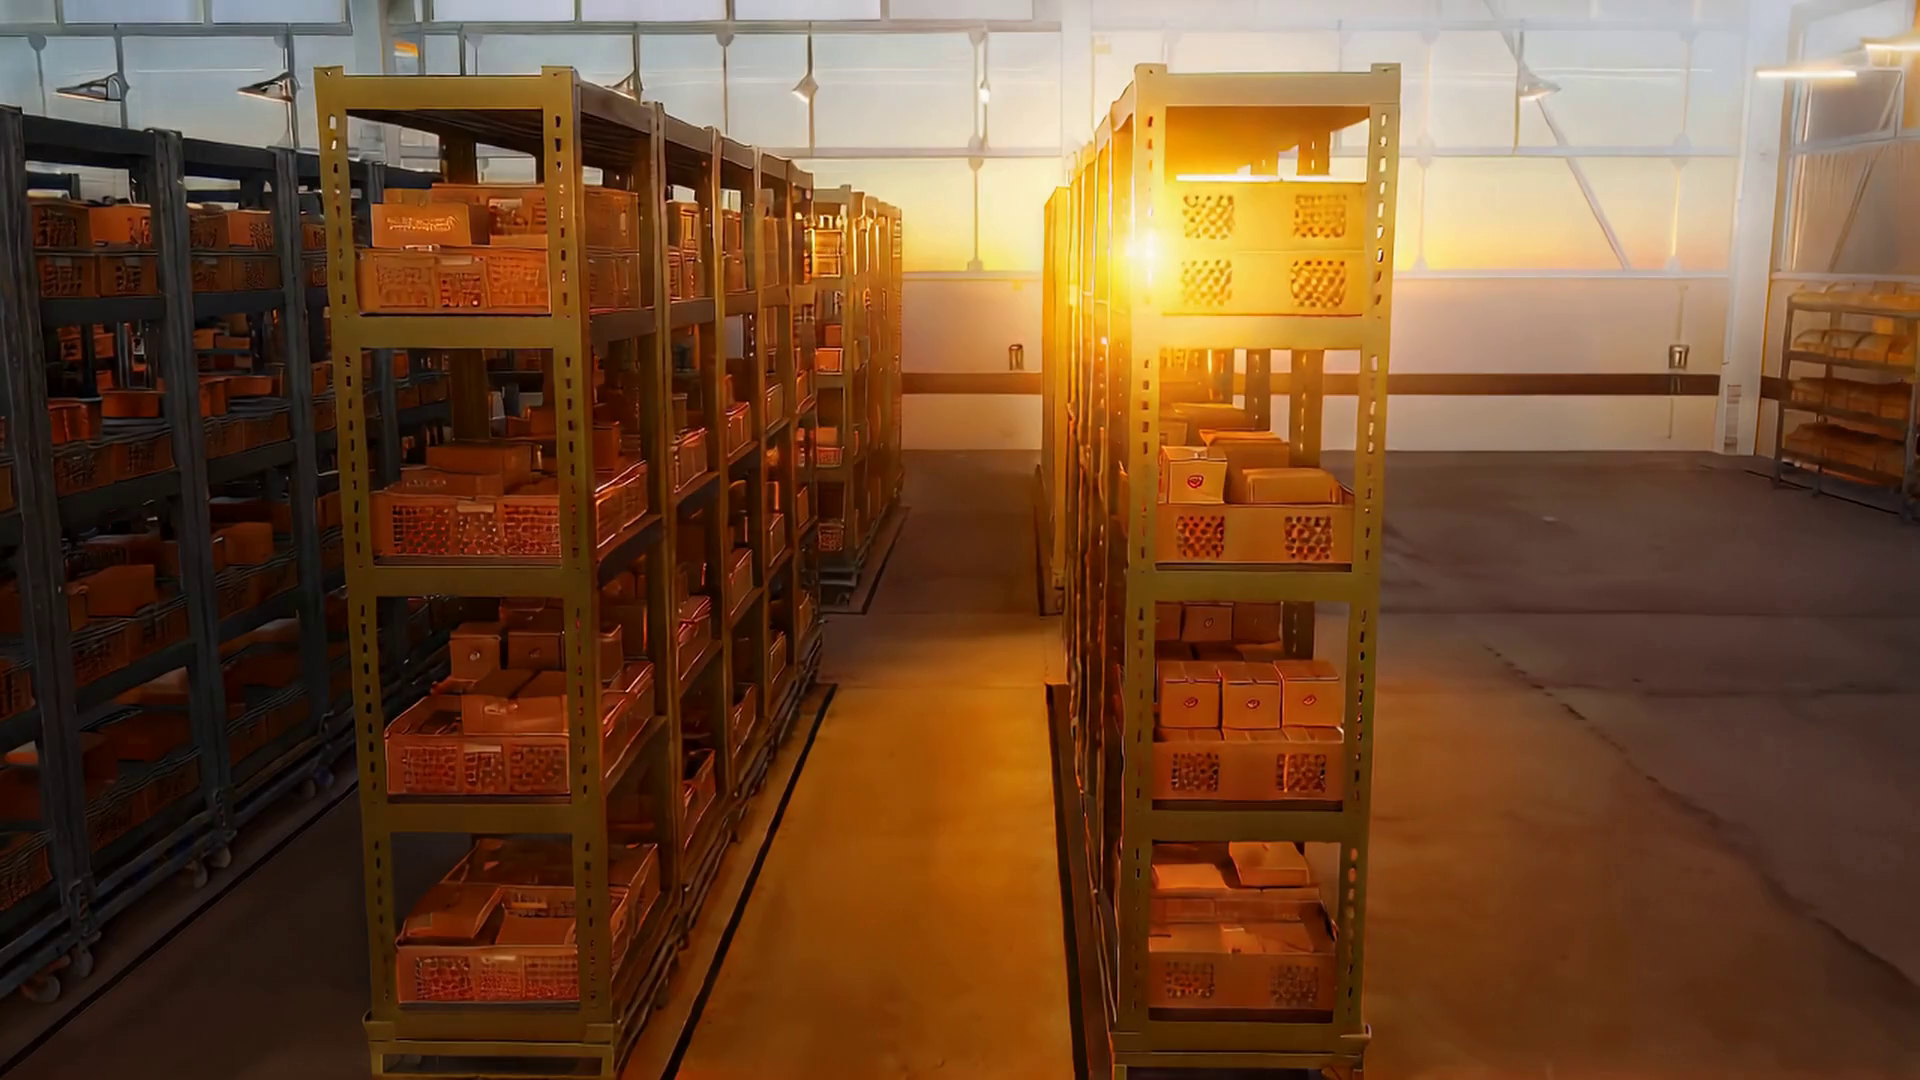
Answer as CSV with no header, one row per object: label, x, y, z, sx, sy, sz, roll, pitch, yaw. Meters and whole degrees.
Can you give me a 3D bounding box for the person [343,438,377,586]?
person,-4.645,-0.127,12.806,0.552,1.980,0.653,-3,10,-17
